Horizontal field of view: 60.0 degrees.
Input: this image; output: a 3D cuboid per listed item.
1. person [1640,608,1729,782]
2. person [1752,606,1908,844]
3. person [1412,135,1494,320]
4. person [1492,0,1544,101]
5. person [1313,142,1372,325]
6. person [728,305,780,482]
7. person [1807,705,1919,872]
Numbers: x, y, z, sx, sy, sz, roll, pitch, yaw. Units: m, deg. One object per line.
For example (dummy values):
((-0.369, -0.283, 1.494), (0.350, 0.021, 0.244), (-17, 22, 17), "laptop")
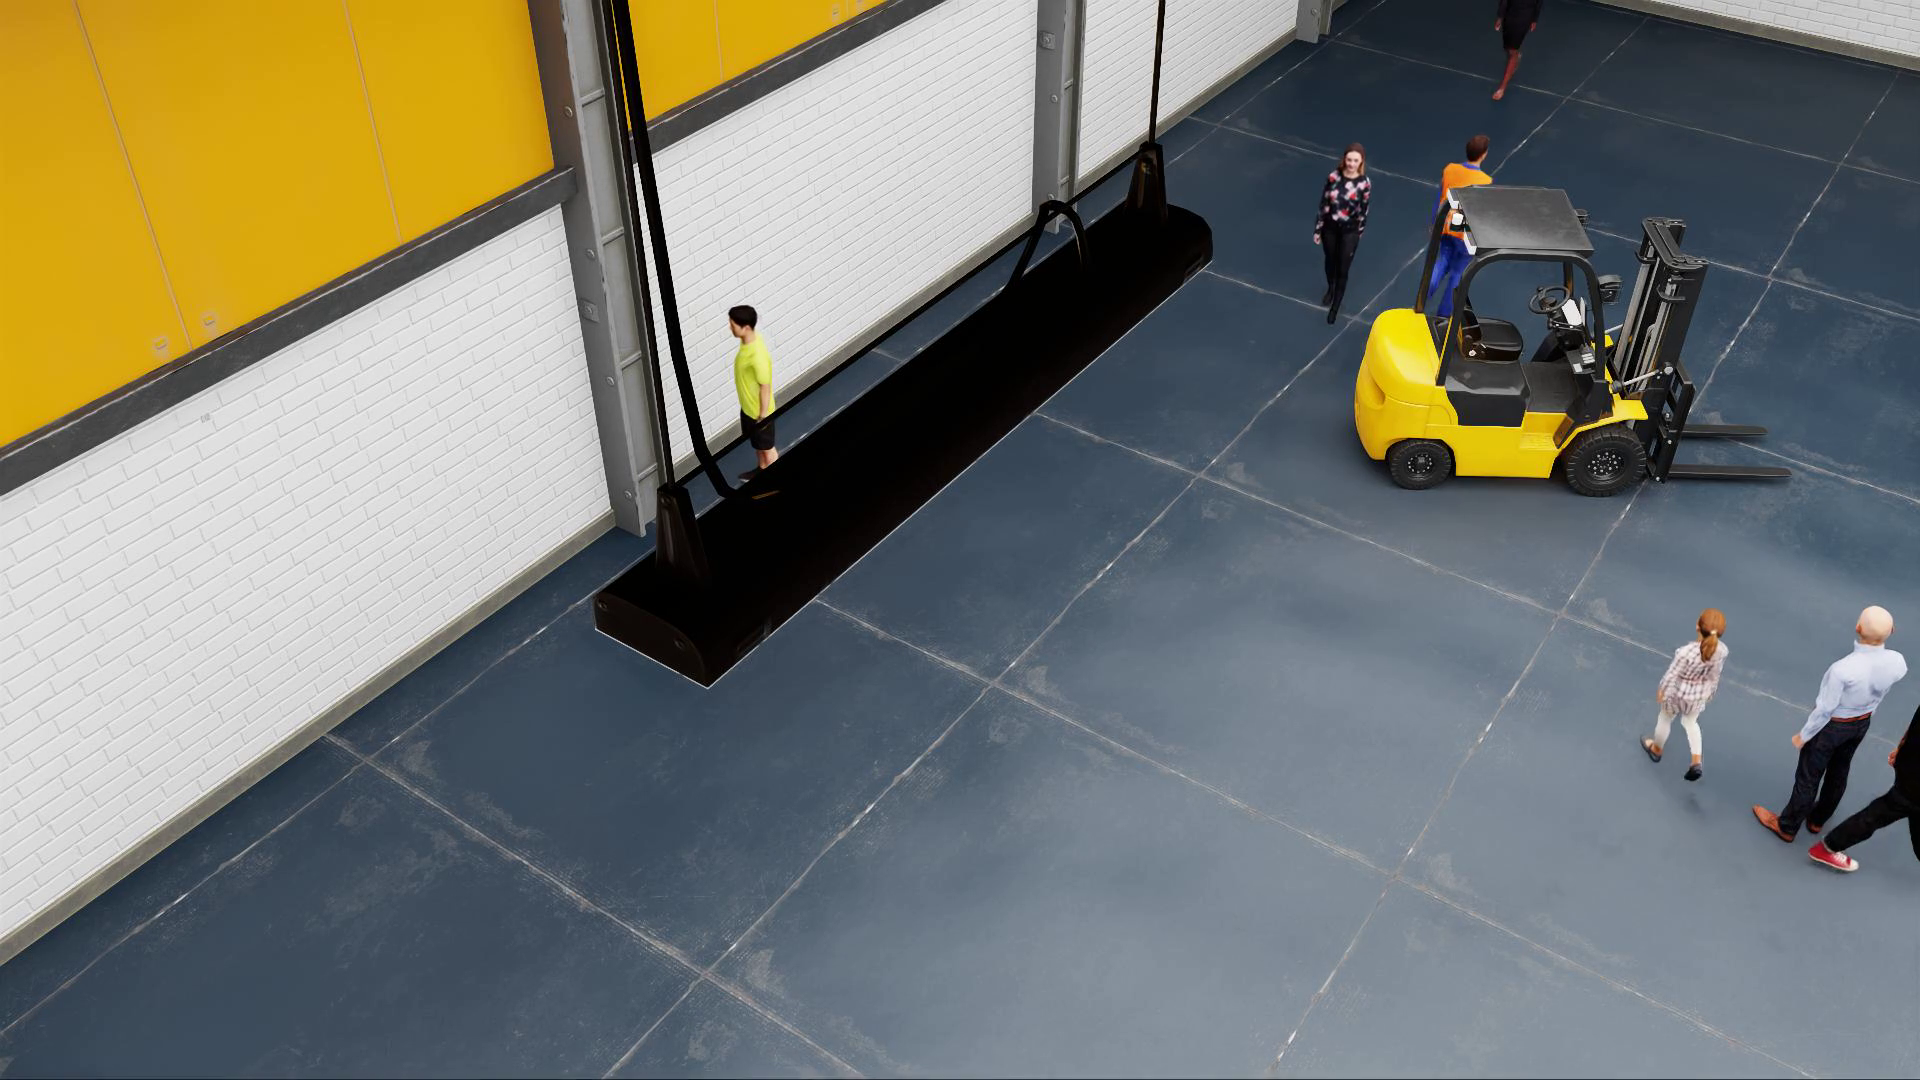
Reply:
((4.666, 1.011, 10.586), (0.801, 1.299, 0.865), (-6, 39, -7), "person")
((5.295, 1.131, 10.043), (0.713, 1.789, 0.792), (-9, 40, -11), "person")
((4.376, -2.694, 14.782), (0.896, 1.852, 0.816), (-25, 45, -28), "person")
((6.393, -5.965, 19.009), (0.619, 1.687, 1.135), (25, 45, 28), "person")
((3.484, -2.874, 15.163), (0.685, 1.656, 0.949), (16, 41, 19), "person")
((-1.573, -1.086, 12.883), (0.708, 1.707, 0.700), (-14, 41, -17), "person")
((5.544, 1.389, 9.785), (0.941, 1.708, 1.168), (12, 40, 14), "person")
